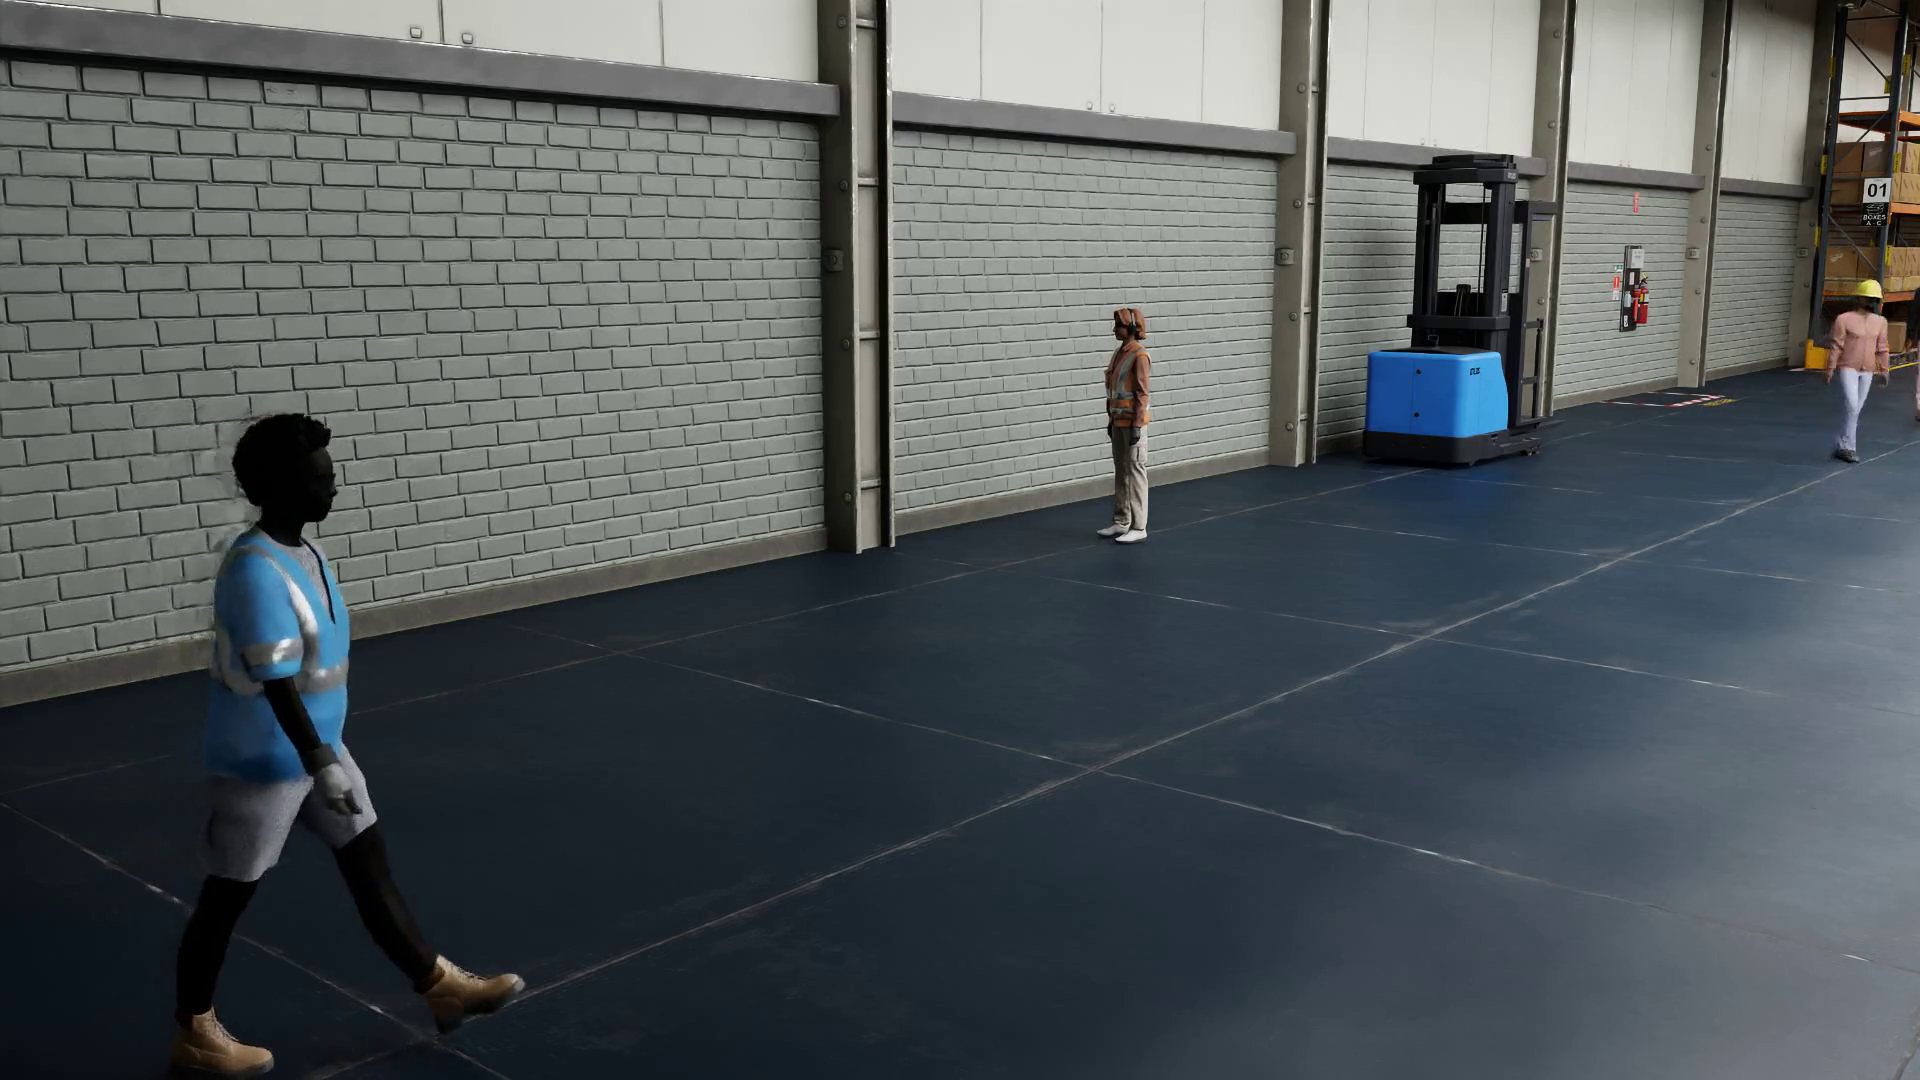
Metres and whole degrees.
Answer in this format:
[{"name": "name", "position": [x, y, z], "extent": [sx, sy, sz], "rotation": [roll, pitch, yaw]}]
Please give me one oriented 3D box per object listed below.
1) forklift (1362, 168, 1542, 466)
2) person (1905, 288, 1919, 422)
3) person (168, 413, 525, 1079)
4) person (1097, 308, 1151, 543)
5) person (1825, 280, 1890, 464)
[{"name": "forklift", "position": [4.875, -2.212, 16.287], "extent": [1.129, 2.768, 1.873], "rotation": [8, 13, 40]}, {"name": "person", "position": [11.536, -2.346, 19.578], "extent": [0.639, 1.944, 0.960], "rotation": [4, 11, 22]}, {"name": "person", "position": [-1.575, 0.519, 4.091], "extent": [0.880, 1.652, 0.544], "rotation": [0, 10, -2]}, {"name": "person", "position": [1.180, -0.809, 11.706], "extent": [0.307, 1.641, 0.514], "rotation": [-3, 10, -18]}, {"name": "person", "position": [8.632, -1.602, 15.900], "extent": [0.557, 1.737, 0.693], "rotation": [-1, 10, -7]}]
